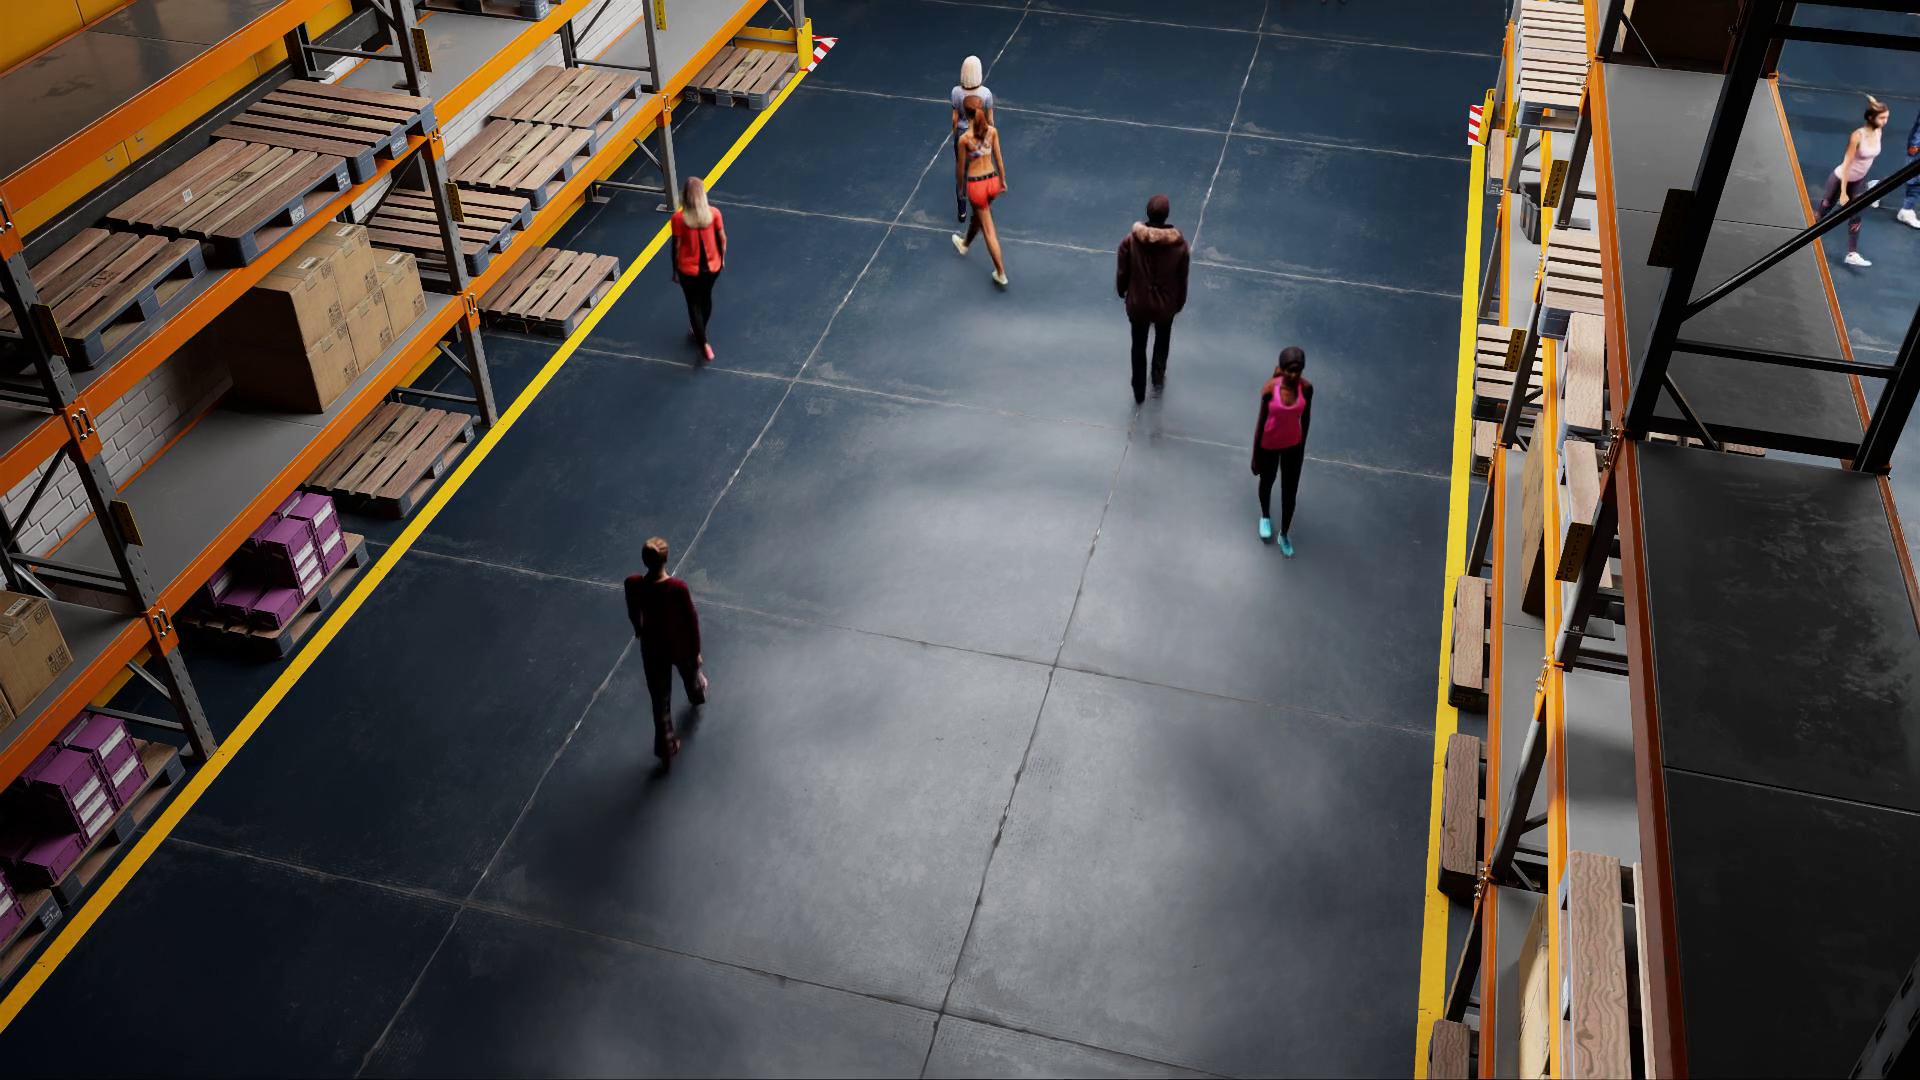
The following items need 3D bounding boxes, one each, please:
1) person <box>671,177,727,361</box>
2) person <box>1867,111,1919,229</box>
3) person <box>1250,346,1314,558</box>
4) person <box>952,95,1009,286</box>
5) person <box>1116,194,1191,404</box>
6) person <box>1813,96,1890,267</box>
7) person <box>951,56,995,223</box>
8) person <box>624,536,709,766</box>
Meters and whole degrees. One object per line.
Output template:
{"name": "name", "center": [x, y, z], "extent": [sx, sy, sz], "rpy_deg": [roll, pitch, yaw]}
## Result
{"name": "person", "center": [-2.259, -2.325, 14.446], "extent": [0.907, 1.655, 0.983], "rpy_deg": [-15, 41, -18]}
{"name": "person", "center": [9.508, -4.001, 16.434], "extent": [0.958, 1.793, 1.023], "rpy_deg": [-19, 42, -22]}
{"name": "person", "center": [2.374, -0.750, 12.430], "extent": [0.646, 1.709, 0.781], "rpy_deg": [2, 39, 3]}
{"name": "person", "center": [0.248, -3.198, 15.488], "extent": [1.163, 1.718, 1.184], "rpy_deg": [-20, 43, -24]}
{"name": "person", "center": [1.587, -1.951, 13.841], "extent": [0.793, 1.826, 0.759], "rpy_deg": [4, 39, 5]}
{"name": "person", "center": [8.401, -3.456, 15.888], "extent": [0.902, 1.622, 1.028], "rpy_deg": [-12, 40, -15]}
{"name": "person", "center": [0.126, -3.946, 16.421], "extent": [0.593, 1.722, 0.530], "rpy_deg": [6, 39, 7]}
{"name": "person", "center": [-1.899, 0.720, 10.631], "extent": [0.732, 1.657, 1.066], "rpy_deg": [5, 39, 6]}
